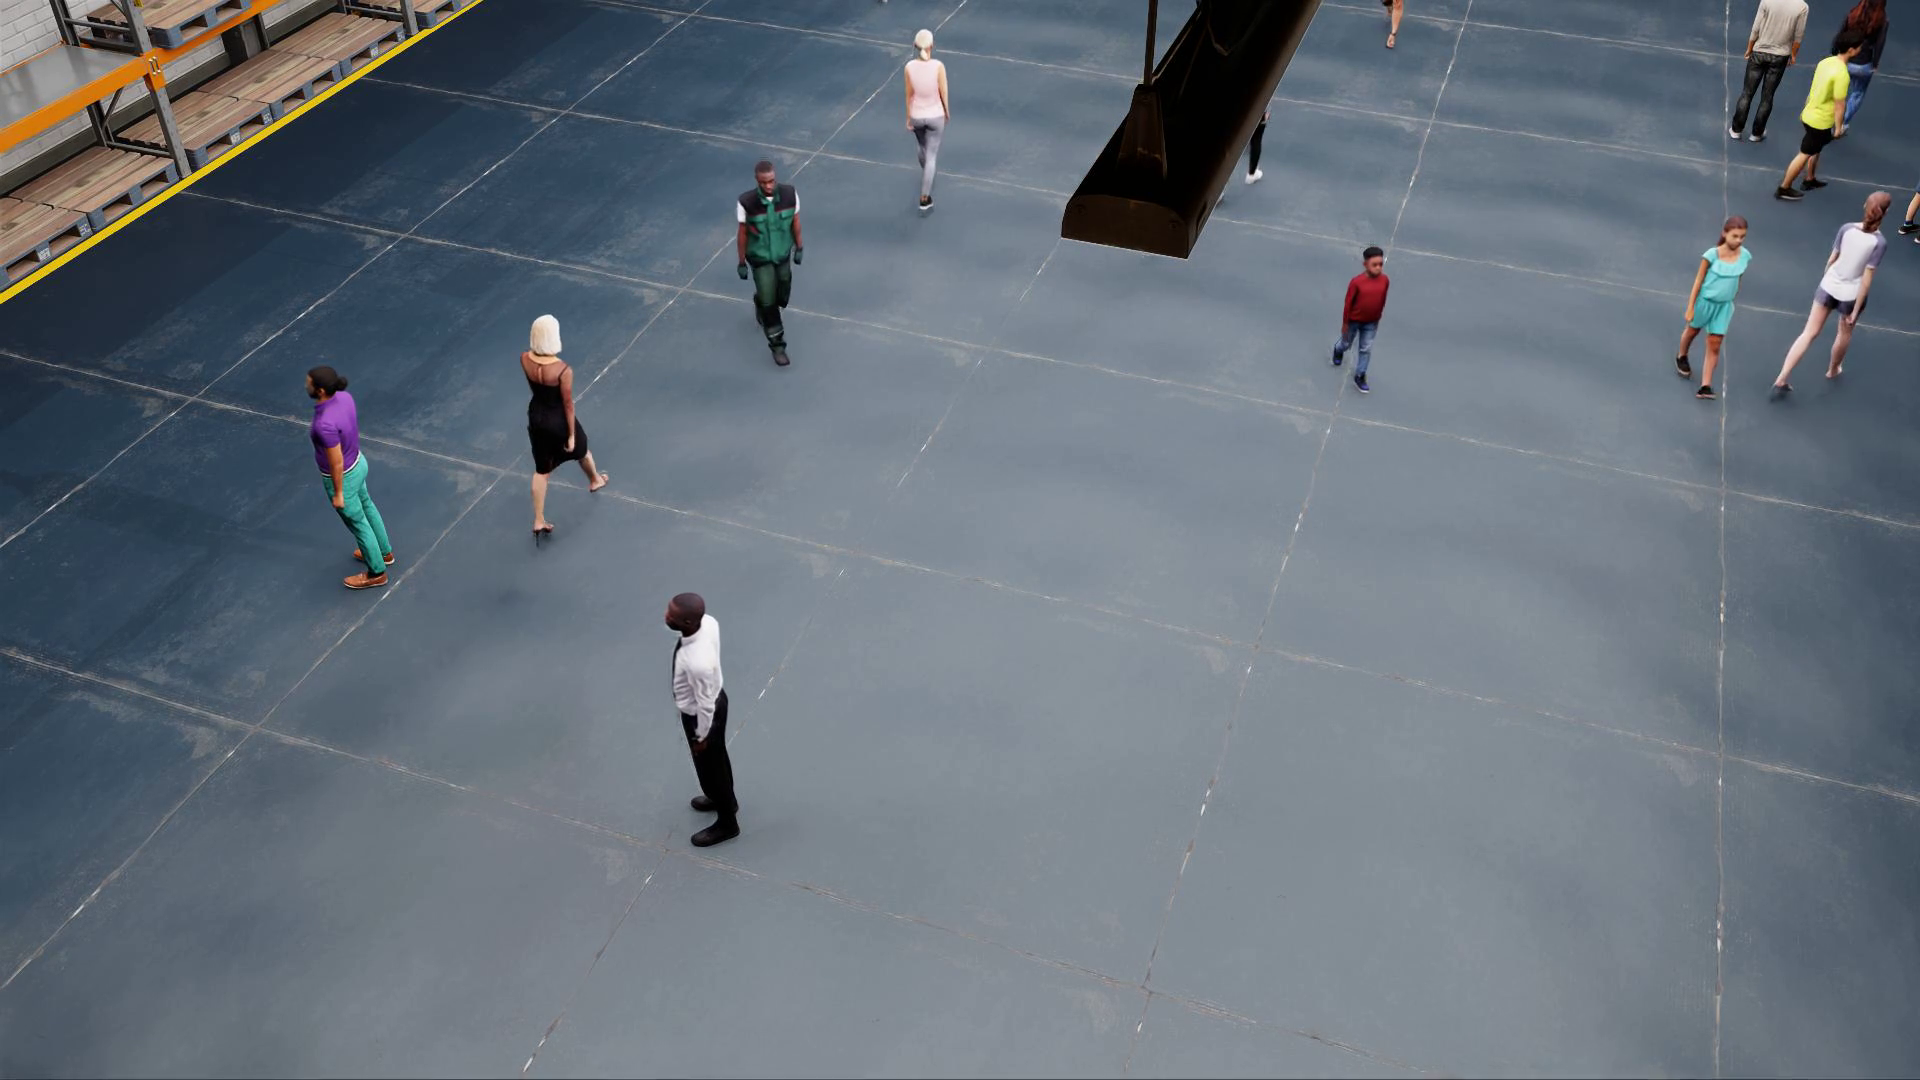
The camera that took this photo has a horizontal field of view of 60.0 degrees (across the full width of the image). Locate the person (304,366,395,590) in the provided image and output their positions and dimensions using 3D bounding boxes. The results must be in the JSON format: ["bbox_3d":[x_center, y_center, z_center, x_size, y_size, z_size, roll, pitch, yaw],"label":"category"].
[{"bbox_3d":[-4.231,-0.455,11.491,0.771,1.767,0.654,-2,39,-2],"label":"person"}]

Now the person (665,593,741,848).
[{"bbox_3d":[-1.468,1.011,9.599,0.773,1.837,0.634,-4,39,-5],"label":"person"}]

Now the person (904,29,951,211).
[{"bbox_3d":[-0.325,-4.007,16.006,0.618,1.683,1.149,9,39,11],"label":"person"}]

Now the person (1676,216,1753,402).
[{"bbox_3d":[6.107,-1.953,13.569,0.727,1.515,1.091,4,39,5],"label":"person"}]

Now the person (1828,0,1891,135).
[{"bbox_3d":[9.197,-4.887,17.156,0.750,1.623,0.768,26,46,29],"label":"person"}]

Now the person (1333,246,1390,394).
[{"bbox_3d":[3.280,-1.853,13.660,0.693,1.243,0.842,-5,39,-6],"label":"person"}]

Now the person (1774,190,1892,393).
[{"bbox_3d":[7.031,-1.939,13.385,1.171,1.723,0.917,-29,47,-31],"label":"person"}]

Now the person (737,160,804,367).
[{"bbox_3d":[-1.614,-2.387,13.878,1.164,1.807,1.212,-17,42,-20],"label":"person"}]

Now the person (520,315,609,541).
[{"bbox_3d":[-2.975,-0.769,11.943,0.589,1.693,1.068,13,40,16],"label":"person"}]

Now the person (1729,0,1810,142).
[{"bbox_3d":[8.360,-5.009,17.157,0.674,1.811,0.588,18,42,22],"label":"person"}]

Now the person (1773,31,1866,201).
[{"bbox_3d":[8.254,-4.095,16.111,0.853,1.689,0.847,0,39,0],"label":"person"}]
